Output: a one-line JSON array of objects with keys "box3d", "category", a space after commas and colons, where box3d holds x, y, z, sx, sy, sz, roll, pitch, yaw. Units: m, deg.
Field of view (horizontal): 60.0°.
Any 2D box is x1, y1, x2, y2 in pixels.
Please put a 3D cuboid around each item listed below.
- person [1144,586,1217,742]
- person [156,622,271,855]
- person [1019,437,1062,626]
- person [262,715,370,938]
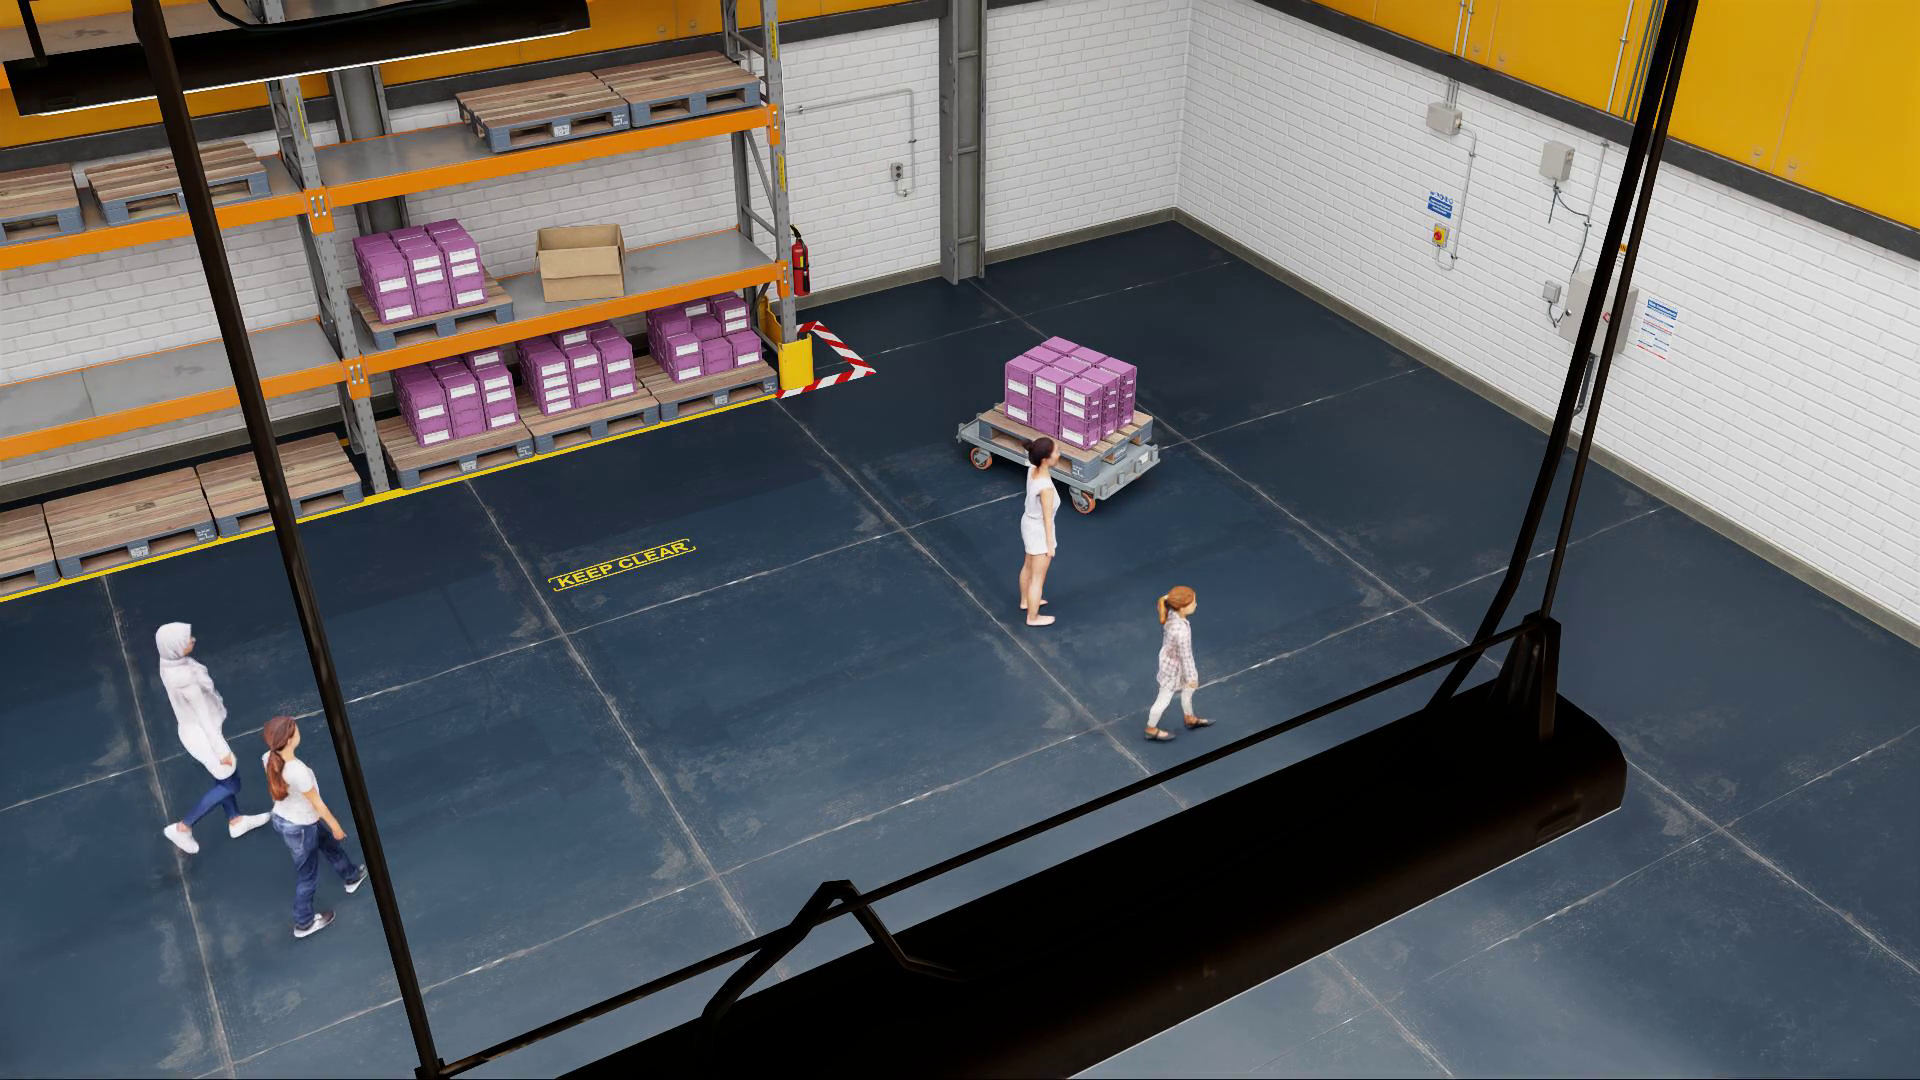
[{"box3d": [1.424, 0.877, 11.551, 0.844, 1.292, 0.737, 1, 34, 2], "category": "person"}, {"box3d": [-4.838, 1.293, 10.498, 0.886, 1.763, 0.695, -25, 41, -33], "category": "person"}, {"box3d": [0.597, -0.078, 12.700, 0.594, 1.609, 0.608, -8, 34, -12], "category": "person"}, {"box3d": [-4.034, 1.754, 10.015, 0.791, 1.531, 0.993, 24, 40, 31], "category": "person"}]
